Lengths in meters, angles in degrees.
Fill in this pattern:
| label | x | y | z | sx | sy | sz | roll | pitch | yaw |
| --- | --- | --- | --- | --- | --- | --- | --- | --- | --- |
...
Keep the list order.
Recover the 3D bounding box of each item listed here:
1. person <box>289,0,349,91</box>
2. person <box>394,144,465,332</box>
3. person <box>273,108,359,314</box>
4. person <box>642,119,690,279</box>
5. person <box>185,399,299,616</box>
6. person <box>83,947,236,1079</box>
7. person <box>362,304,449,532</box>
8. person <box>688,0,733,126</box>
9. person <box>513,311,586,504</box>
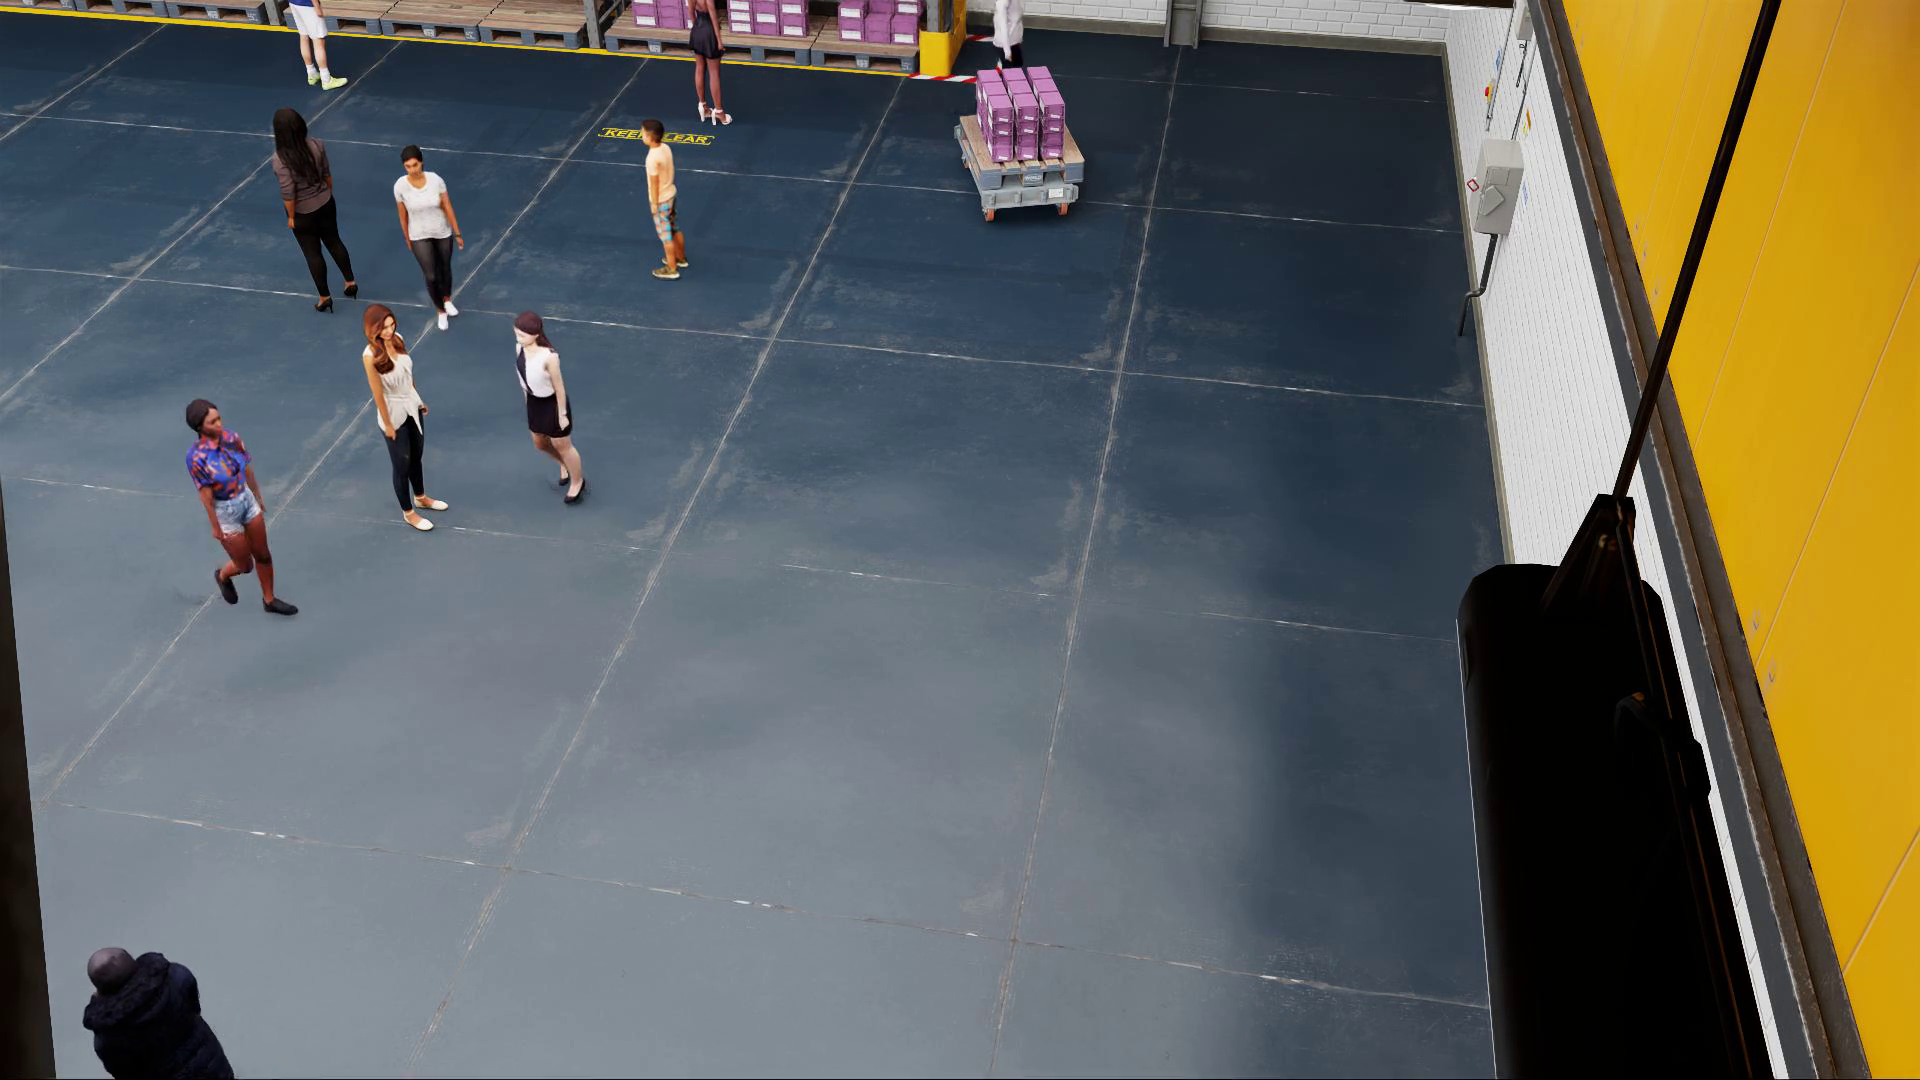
| label | x | y | z | sx | sy | sz | roll | pitch | yaw |
| --- | --- | --- | --- | --- | --- | --- | --- | --- | --- |
| person | -7.075 | -5.797 | 17.946 | 0.662 | 1.839 | 0.780 | 26 | 46 | 29 |
| person | -4.524 | -2.623 | 14.145 | 0.808 | 1.623 | 0.859 | -21 | 43 | -25 |
| person | -5.530 | -2.820 | 14.215 | 0.736 | 1.842 | 0.734 | 23 | 44 | 26 |
| person | -2.627 | -3.047 | 14.809 | 0.475 | 1.457 | 0.510 | 7 | 39 | 9 |
| person | -4.863 | -0.188 | 11.011 | 0.860 | 1.728 | 0.708 | 16 | 41 | 19 |
| person | -3.599 | 2.483 | 7.748 | 1.185 | 1.627 | 0.968 | 24 | 45 | 27 |
| person | -4.005 | -0.893 | 11.851 | 0.552 | 1.782 | 0.616 | 10 | 40 | 13 |
| person | -2.632 | -5.180 | 17.213 | 0.628 | 1.789 | 0.717 | 30 | 47 | 32 |
| person | -2.968 | -0.977 | 12.075 | 0.683 | 1.634 | 0.749 | 21 | 43 | 24 |
